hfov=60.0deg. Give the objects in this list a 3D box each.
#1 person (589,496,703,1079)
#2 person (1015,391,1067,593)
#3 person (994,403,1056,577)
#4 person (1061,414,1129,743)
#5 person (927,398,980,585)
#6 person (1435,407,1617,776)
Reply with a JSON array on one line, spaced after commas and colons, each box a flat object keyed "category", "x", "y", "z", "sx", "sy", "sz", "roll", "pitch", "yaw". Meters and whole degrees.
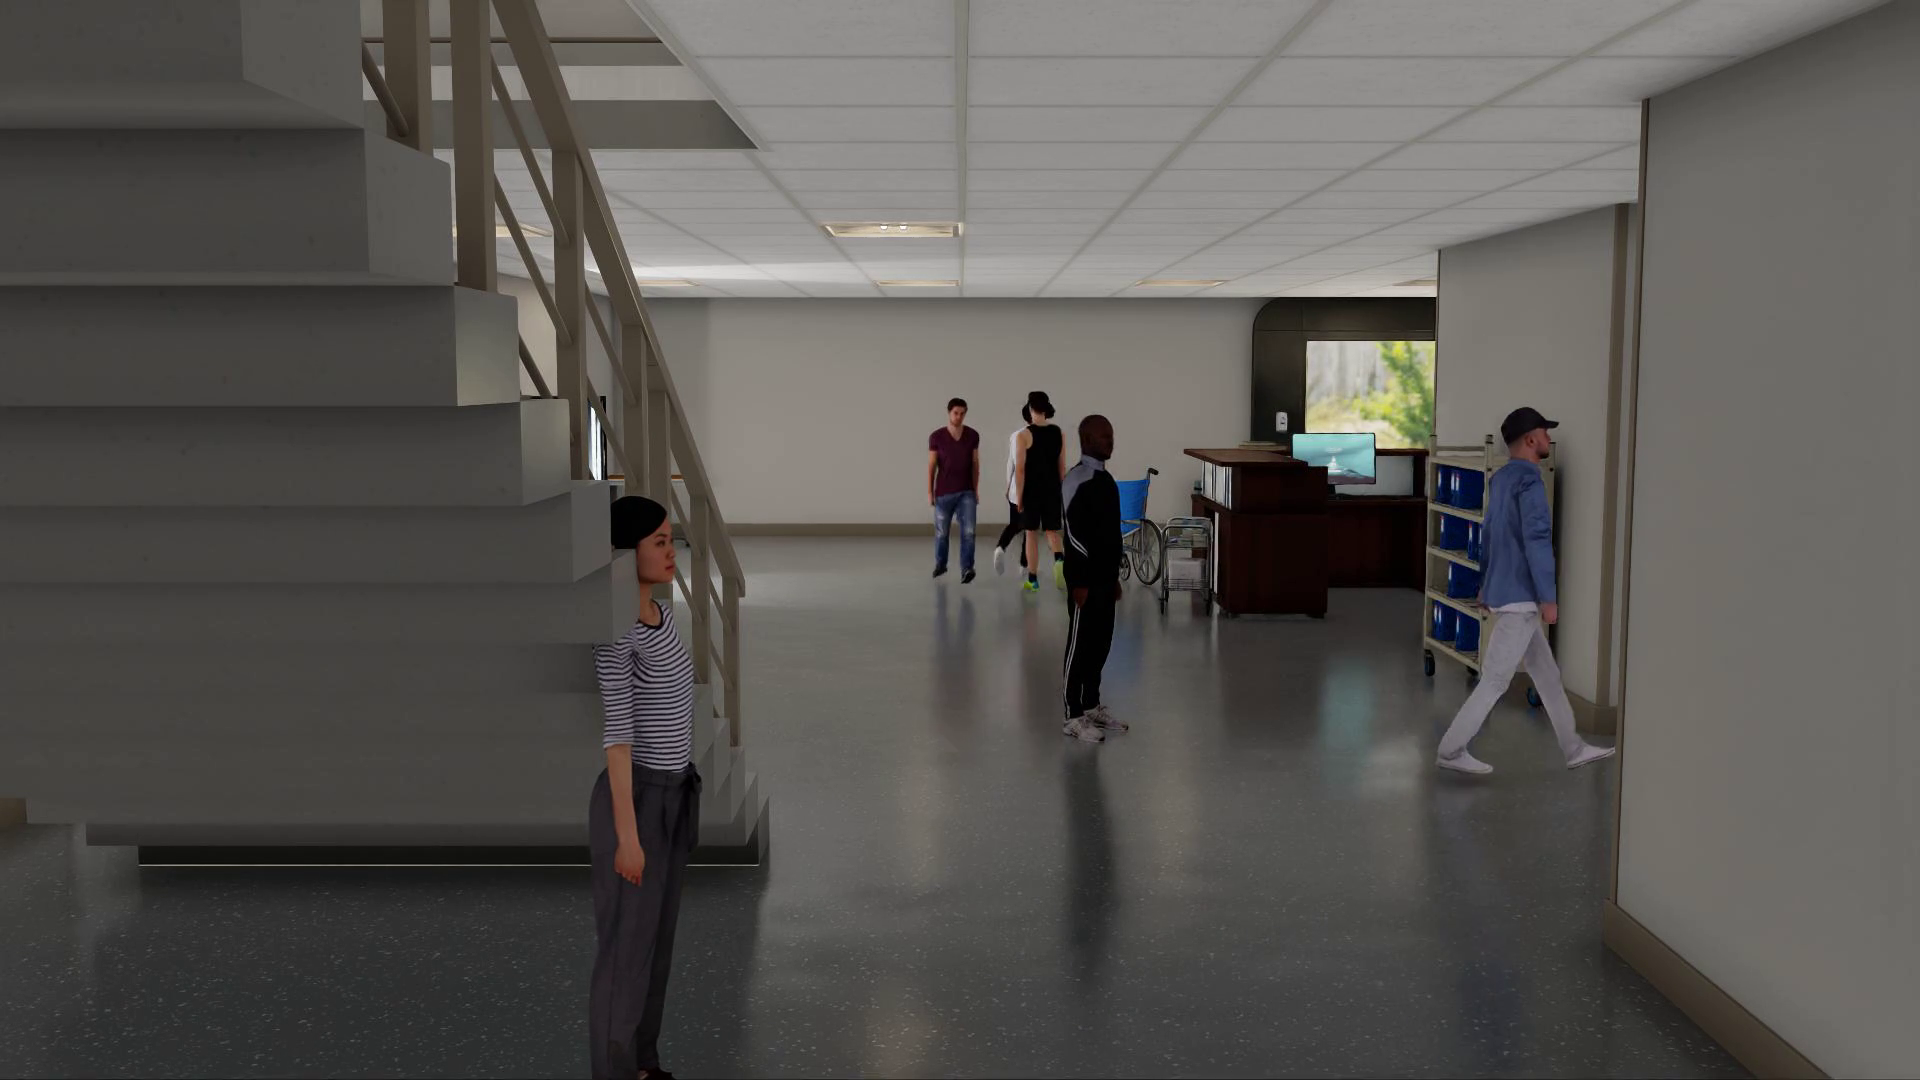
[{"category": "person", "x": -0.881, "y": 0.740, "z": 4.499, "sx": 0.675, "sy": 1.733, "sz": 0.486, "roll": 1, "pitch": 6, "yaw": 6}, {"category": "person", "x": 0.781, "y": -0.424, "z": 15.354, "sx": 0.883, "sy": 1.876, "sz": 1.112, "roll": -2, "pitch": 6, "yaw": -19}, {"category": "person", "x": 0.615, "y": -0.481, "z": 16.438, "sx": 1.025, "sy": 1.772, "sz": 1.140, "roll": 4, "pitch": 7, "yaw": 33}, {"category": "person", "x": 0.740, "y": 0.188, "z": 9.496, "sx": 0.797, "sy": 1.830, "sz": 0.672, "roll": 3, "pitch": 7, "yaw": 30}, {"category": "person", "x": -0.060, "y": -0.429, "z": 16.025, "sx": 0.745, "sy": 1.751, "sz": 1.292, "roll": 0, "pitch": 6, "yaw": -2}, {"category": "person", "x": 2.705, "y": 0.303, "z": 8.307, "sx": 0.737, "sy": 1.840, "sz": 1.101, "roll": 0, "pitch": 6, "yaw": 2}]
